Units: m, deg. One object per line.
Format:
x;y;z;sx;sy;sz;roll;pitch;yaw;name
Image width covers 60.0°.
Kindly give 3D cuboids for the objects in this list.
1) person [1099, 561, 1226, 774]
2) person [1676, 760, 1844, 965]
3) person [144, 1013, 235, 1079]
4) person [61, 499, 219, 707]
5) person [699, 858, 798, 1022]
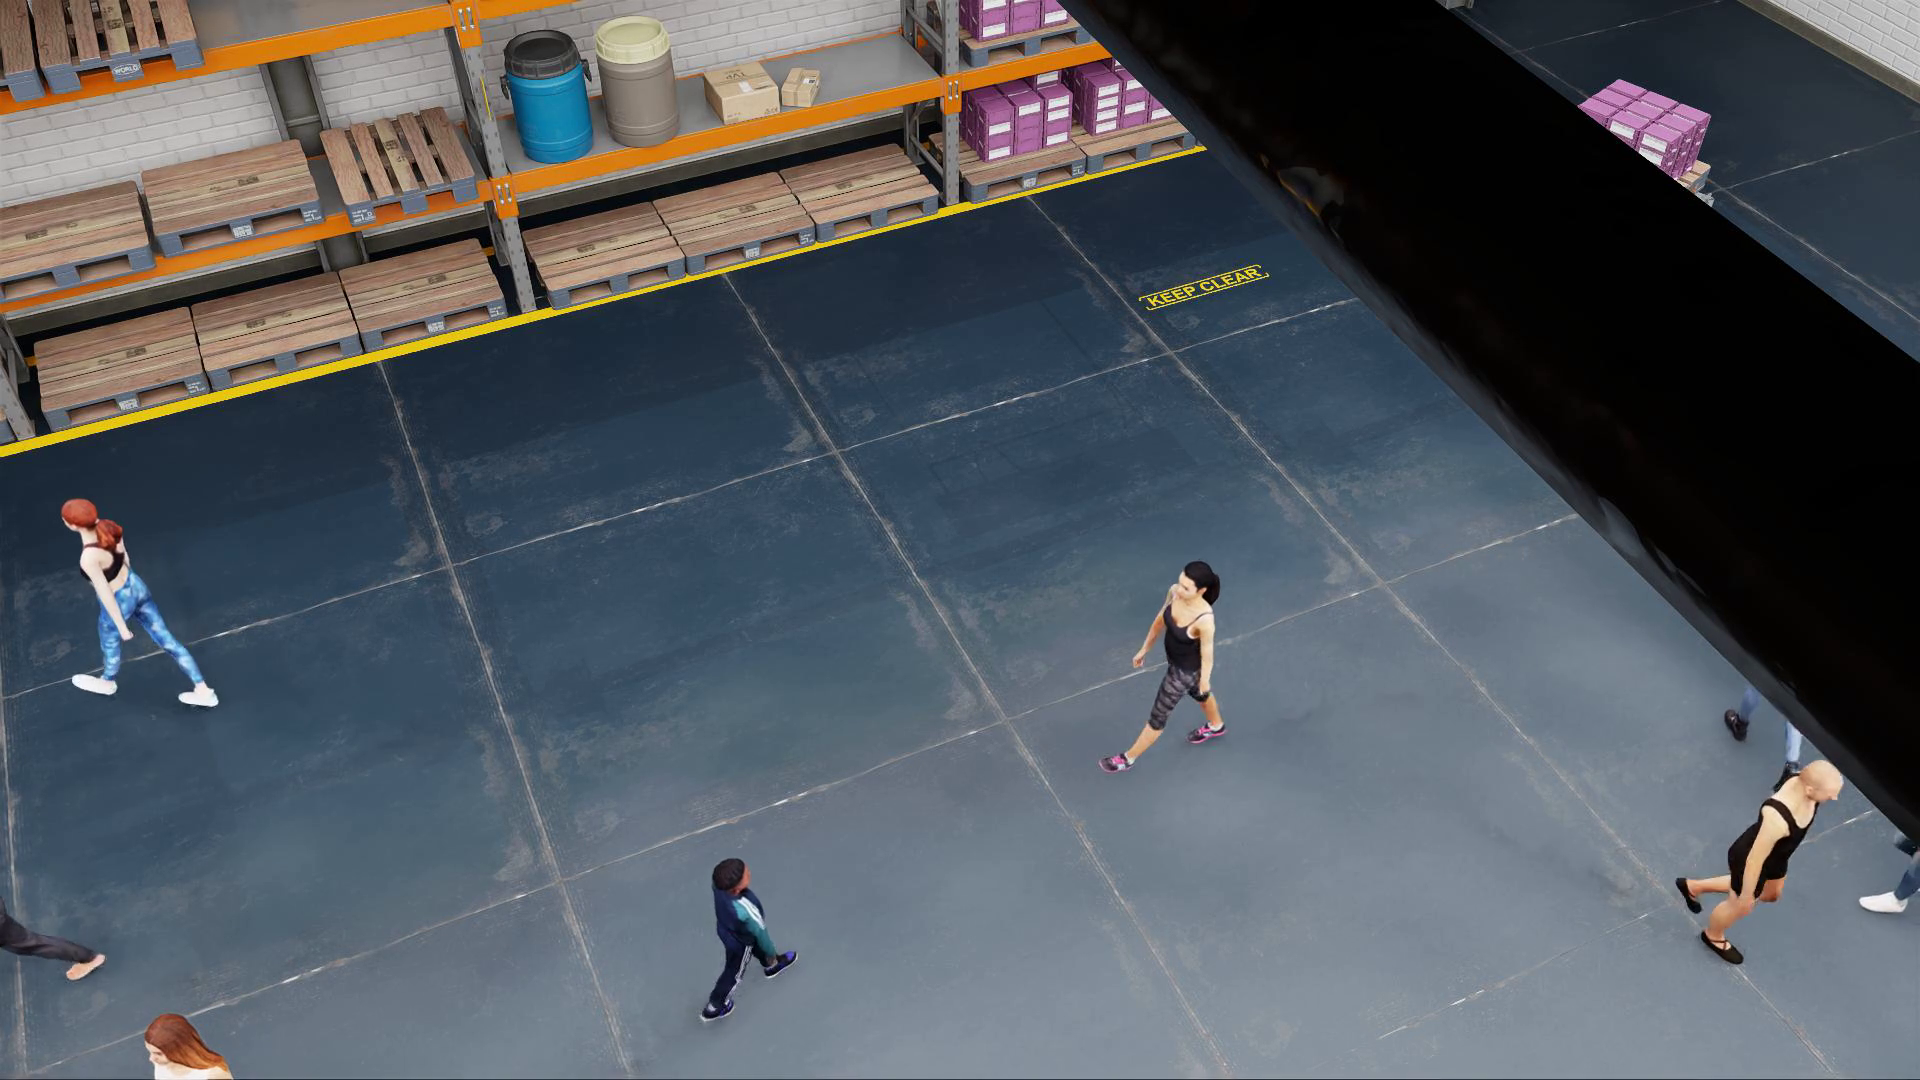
1.464;0.735;10.214;1.165;1.681;0.635;-14;45;-14;person
4.309;1.690;9.129;0.882;1.794;0.809;34;53;30;person
-3.577;2.788;8.030;0.634;1.722;0.699;13;45;13;person
-5.150;0.447;10.475;1.229;1.739;1.029;6;44;6;person
-1.245;2.174;9.029;0.927;1.232;0.629;-27;50;-25;person
